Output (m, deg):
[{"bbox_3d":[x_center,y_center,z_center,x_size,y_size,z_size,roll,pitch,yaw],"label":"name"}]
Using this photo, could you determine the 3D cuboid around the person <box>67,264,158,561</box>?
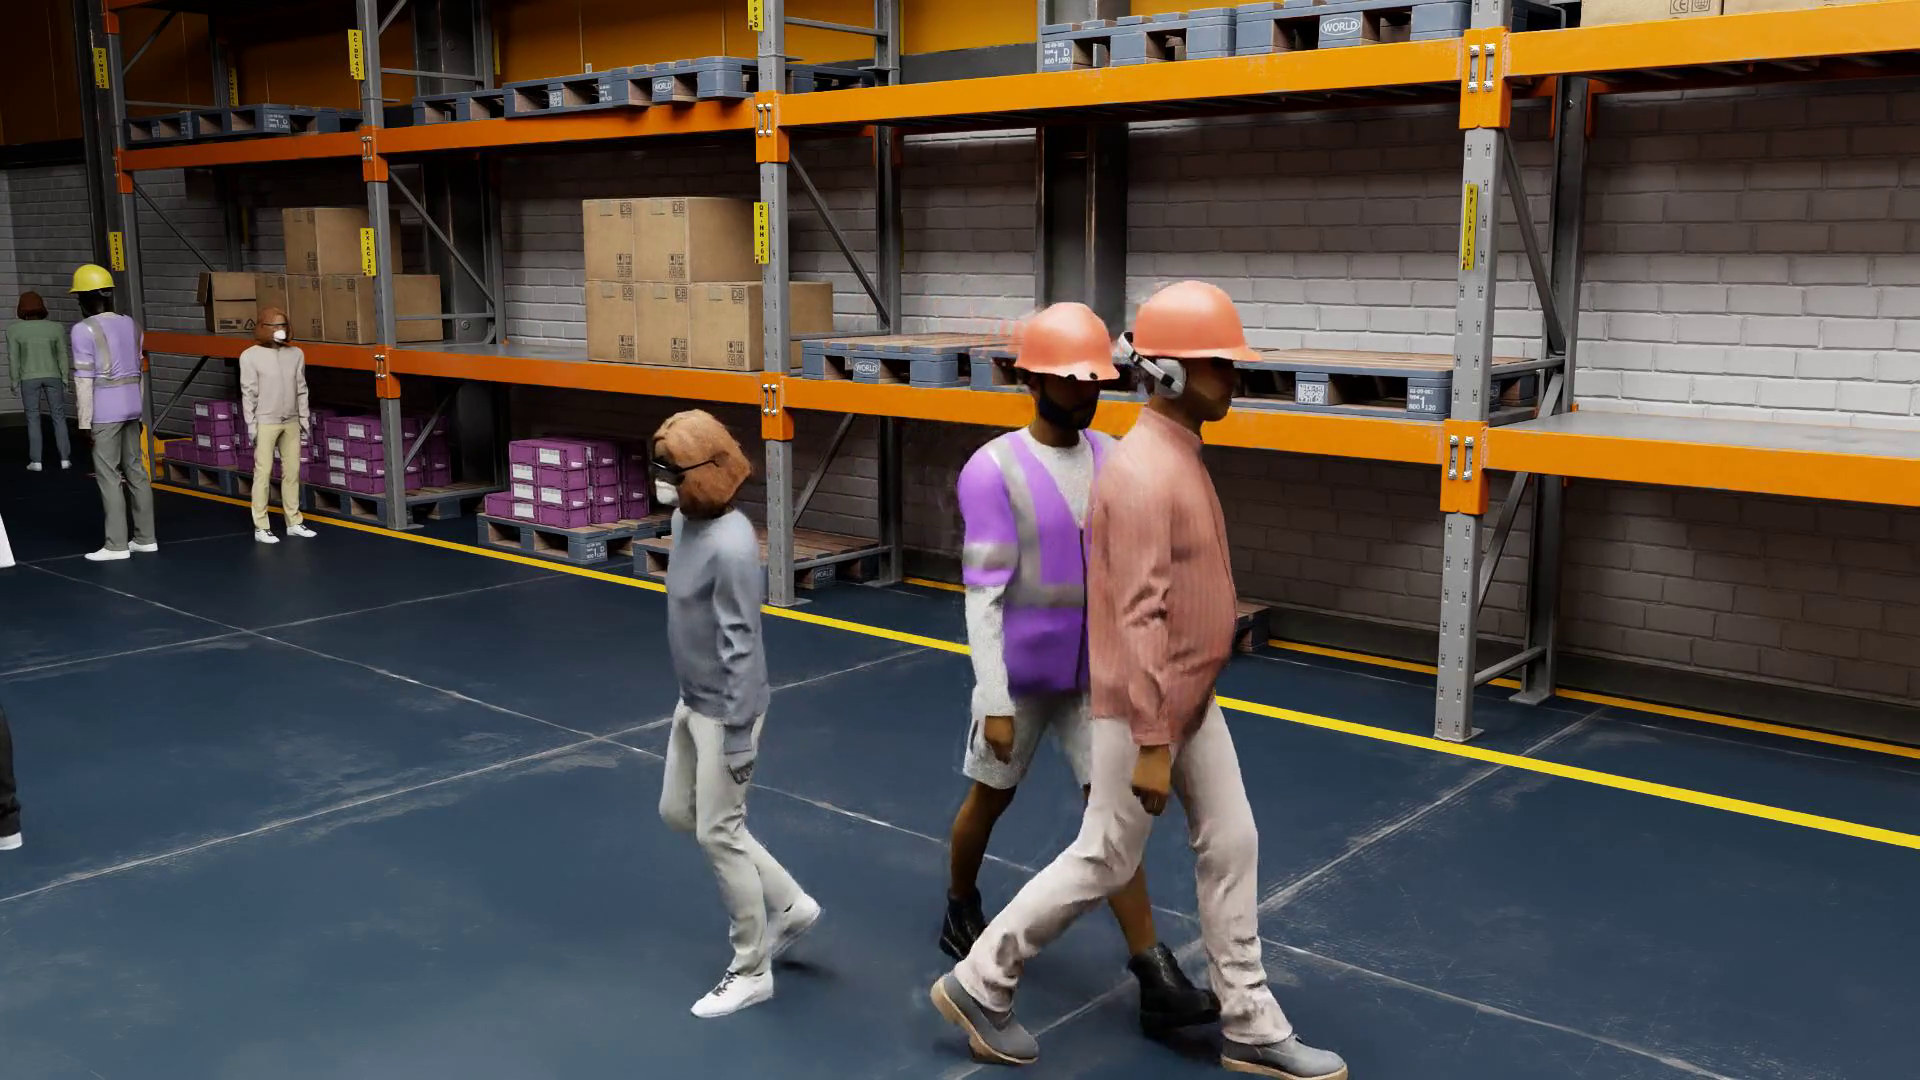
[{"bbox_3d":[-5.543,-0.824,10.830,0.397,1.918,0.588,2,10,11],"label":"person"}]

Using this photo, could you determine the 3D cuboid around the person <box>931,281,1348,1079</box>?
[{"bbox_3d":[0.411,0.362,3.979,0.986,1.959,0.635,3,10,17],"label":"person"}]

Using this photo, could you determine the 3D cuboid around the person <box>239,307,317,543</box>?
[{"bbox_3d":[-4.717,-0.793,11.489,0.284,1.625,0.492,6,12,32],"label":"person"}]

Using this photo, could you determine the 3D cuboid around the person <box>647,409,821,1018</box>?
[{"bbox_3d":[-0.598,0.448,4.442,0.430,1.614,0.529,-5,11,-24],"label":"person"}]

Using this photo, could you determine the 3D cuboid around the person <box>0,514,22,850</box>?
[{"bbox_3d":[-3.310,0.135,5.405,0.409,1.906,0.604,-1,10,-4],"label":"person"}]

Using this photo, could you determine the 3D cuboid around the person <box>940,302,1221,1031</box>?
[{"bbox_3d":[0.264,0.331,4.341,0.570,1.875,1.033,-7,12,-34],"label":"person"}]

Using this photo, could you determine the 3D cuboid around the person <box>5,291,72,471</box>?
[{"bbox_3d":[-8.394,-1.447,15.179,0.497,1.632,0.289,-8,13,-38],"label":"person"}]
